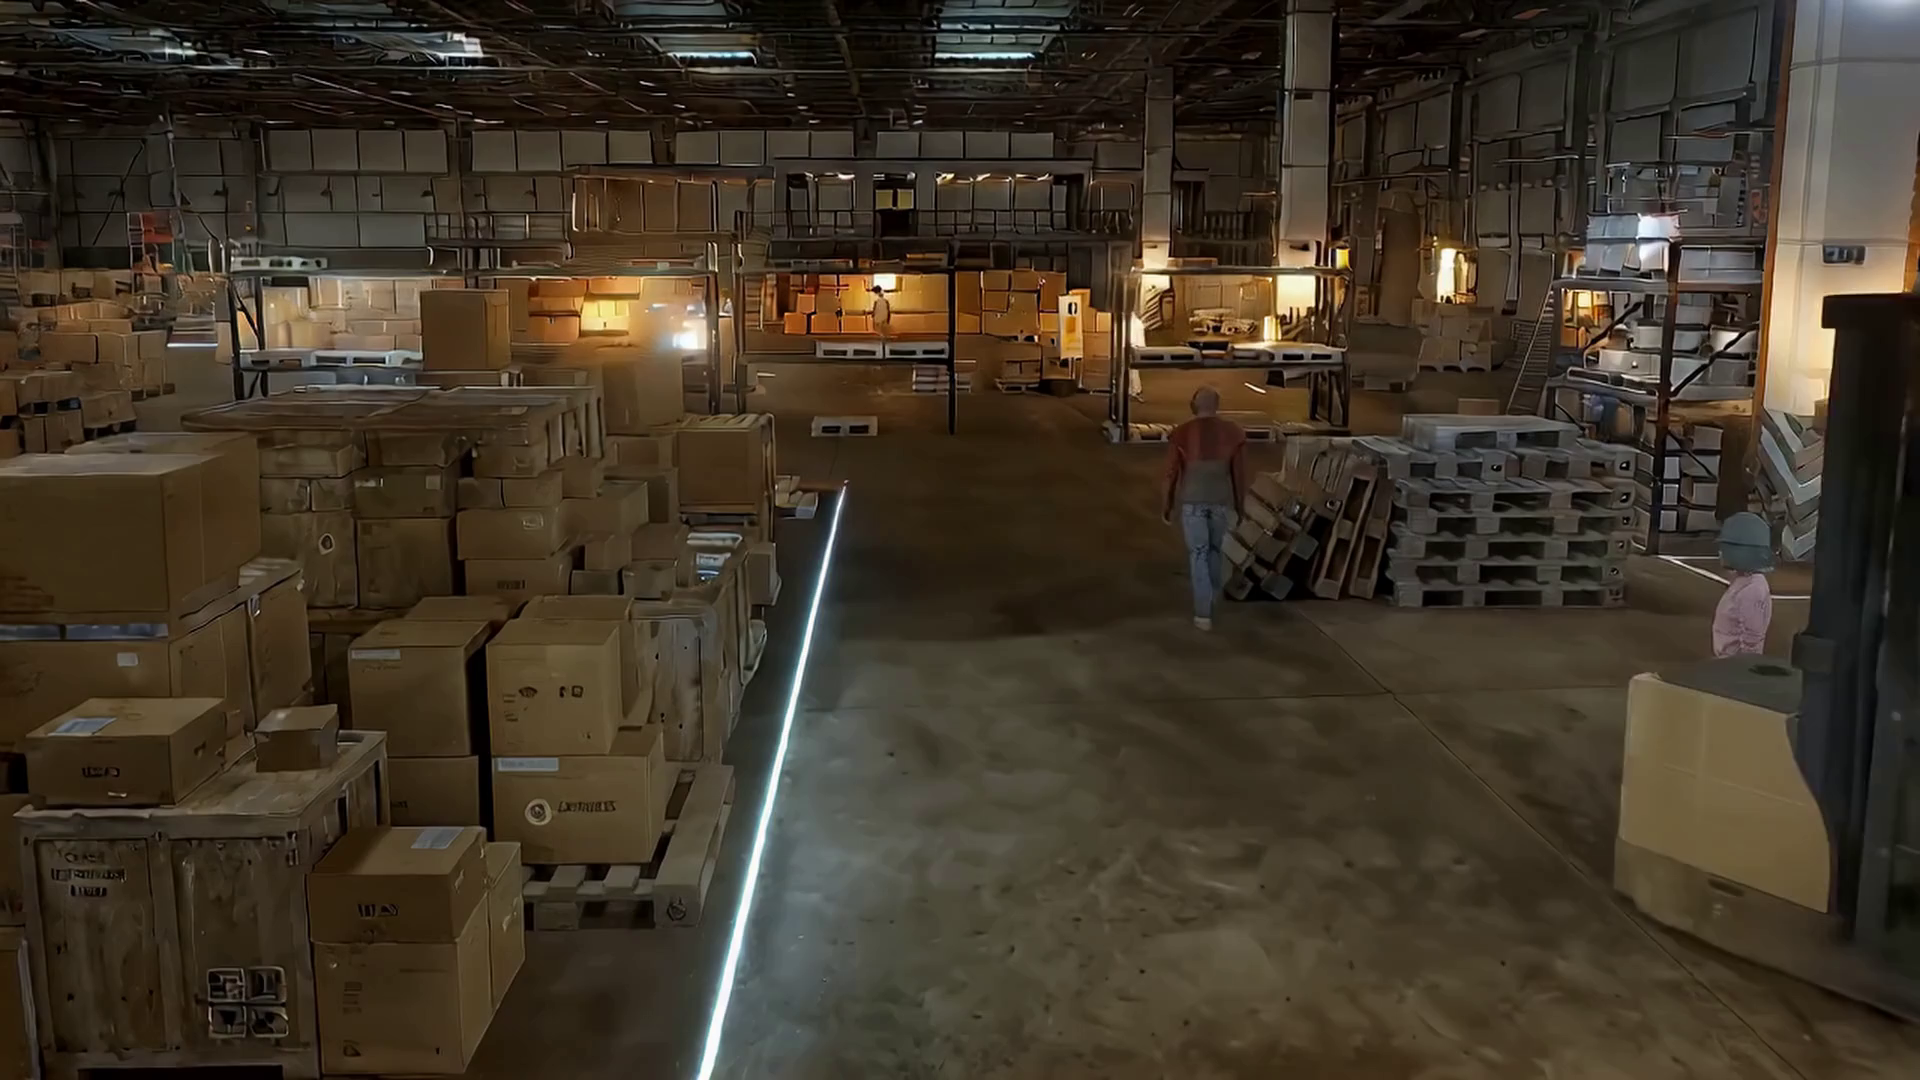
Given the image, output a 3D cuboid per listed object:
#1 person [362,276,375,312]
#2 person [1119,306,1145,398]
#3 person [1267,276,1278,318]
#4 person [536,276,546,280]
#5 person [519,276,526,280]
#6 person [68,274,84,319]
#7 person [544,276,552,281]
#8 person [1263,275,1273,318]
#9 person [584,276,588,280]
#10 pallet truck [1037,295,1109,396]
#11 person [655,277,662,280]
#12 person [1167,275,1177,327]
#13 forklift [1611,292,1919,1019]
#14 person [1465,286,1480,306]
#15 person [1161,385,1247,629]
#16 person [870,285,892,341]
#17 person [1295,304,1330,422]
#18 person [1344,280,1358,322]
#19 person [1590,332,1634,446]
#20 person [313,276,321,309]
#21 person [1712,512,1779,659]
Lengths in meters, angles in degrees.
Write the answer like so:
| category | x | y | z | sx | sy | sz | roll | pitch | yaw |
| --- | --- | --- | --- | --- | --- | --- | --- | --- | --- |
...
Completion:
| category | x | y | z | sx | sy | sz | roll | pitch | yaw |
| --- | --- | --- | --- | --- | --- | --- | --- | --- | --- |
| person | -25.453 | -10.743 | 71.628 | 0.581 | 1.880 | 0.479 | 2 | 10 | 10 |
| person | 3.242 | -3.645 | 32.284 | 0.824 | 1.806 | 0.638 | -6 | 12 | -30 |
| person | 11.182 | -8.459 | 59.016 | 0.624 | 1.840 | 0.429 | -7 | 12 | -33 |
| person | -15.527 | -9.086 | 61.937 | 0.536 | 2.000 | 0.684 | -6 | 12 | -31 |
| person | -14.979 | -8.163 | 57.071 | 0.545 | 1.943 | 0.347 | -2 | 10 | -9 |
| person | -33.761 | -9.221 | 63.284 | 0.536 | 1.836 | 0.934 | 7 | 13 | 36 |
| person | -17.302 | -10.352 | 69.361 | 0.583 | 1.908 | 0.464 | -1 | 10 | -6 |
| person | 11.813 | -9.244 | 63.172 | 0.611 | 1.920 | 0.864 | 3 | 11 | 17 |
| person | -10.944 | -6.787 | 49.130 | 0.614 | 2.039 | 0.396 | 4 | 11 | 21 |
| pallet truck | 2.483 | -3.881 | 33.060 | 1.885 | 1.965 | 0.823 | -7 | 13 | -36 |
| person | -10.007 | -7.709 | 54.742 | 0.661 | 1.882 | 0.981 | -1 | 10 | -3 |
| person | 7.548 | -8.613 | 59.428 | 0.384 | 1.993 | 0.623 | 1 | 10 | 6 |
| forklift | 3.897 | 0.368 | 6.933 | 1.129 | 2.768 | 1.873 | -6 | 12 | -30 |
| person | 15.324 | -6.749 | 49.868 | 0.321 | 1.698 | 0.537 | -6 | 12 | -29 |
| person | 1.924 | -0.287 | 13.295 | 0.654 | 1.900 | 0.875 | -1 | 10 | -6 |
| person | -2.175 | -5.989 | 45.201 | 0.565 | 1.850 | 0.602 | -4 | 11 | -19 |
| person | 5.947 | -2.970 | 27.998 | 0.400 | 1.989 | 0.623 | -8 | 13 | -38 |
| person | 13.644 | -8.165 | 57.650 | 0.543 | 1.735 | 0.757 | -8 | 13 | -37 |
| person | 8.503 | -1.796 | 21.807 | 0.612 | 1.861 | 0.653 | -6 | 12 | -32 |
| person | -25.284 | -9.572 | 65.434 | 0.333 | 1.761 | 0.526 | -7 | 12 | -34 |
| person | 3.769 | 0.727 | 8.094 | 0.299 | 1.745 | 0.483 | 4 | 11 | 21 |
